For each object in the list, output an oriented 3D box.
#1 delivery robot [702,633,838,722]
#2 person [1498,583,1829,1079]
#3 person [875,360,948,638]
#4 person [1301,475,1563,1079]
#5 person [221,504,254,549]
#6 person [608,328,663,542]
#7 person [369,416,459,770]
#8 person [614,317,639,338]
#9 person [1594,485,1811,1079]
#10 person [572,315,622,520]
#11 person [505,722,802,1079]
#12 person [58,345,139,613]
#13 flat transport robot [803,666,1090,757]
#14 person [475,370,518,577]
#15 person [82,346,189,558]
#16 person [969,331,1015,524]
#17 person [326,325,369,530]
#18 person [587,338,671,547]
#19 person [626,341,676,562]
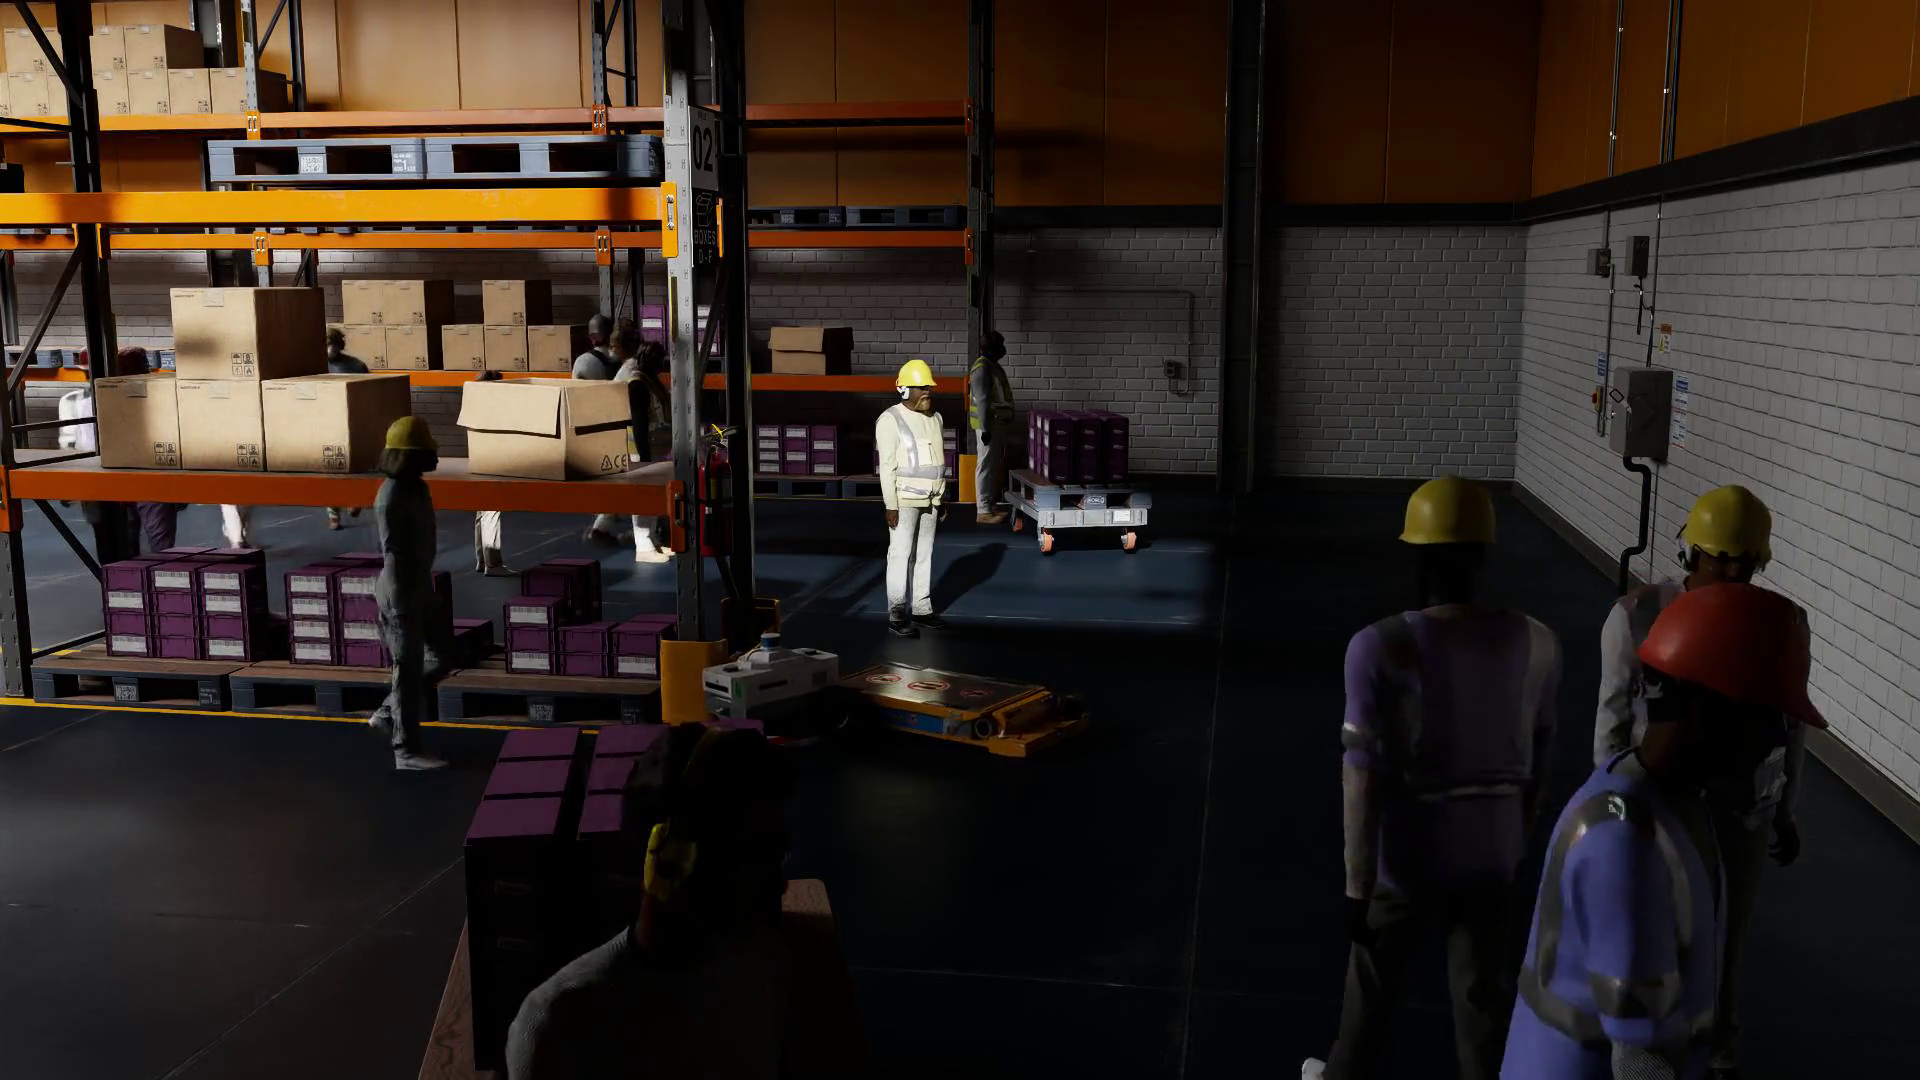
[{"bbox_3d":[-0.966,0.721,8.516,0.477,0.478,0.707,9,13,44],"label":"delivery robot"},{"bbox_3d":[1.184,1.013,2.824,0.738,1.894,0.582,6,11,34],"label":"person"},{"bbox_3d":[-0.294,-0.281,11.071,0.404,1.833,0.589,7,12,37],"label":"person"},{"bbox_3d":[1.211,0.772,4.346,0.598,1.892,0.886,-1,9,-8],"label":"person"},{"bbox_3d":[-6.290,-0.852,14.314,0.626,1.923,1.008,-4,10,-23],"label":"person"},{"bbox_3d":[-2.924,-0.914,14.718,0.447,1.919,0.661,-1,9,-4],"label":"person"},{"bbox_3d":[-2.635,0.264,7.980,0.387,1.728,0.511,0,9,3],"label":"person"},{"bbox_3d":[-3.489,-1.353,17.397,0.372,1.940,0.629,1,9,8],"label":"person"},{"bbox_3d":[2.108,0.745,4.737,0.586,1.824,0.403,0,9,2],"label":"person"},{"bbox_3d":[-3.471,-1.213,16.211,0.698,2.000,0.843,-6,11,-34],"label":"person"},{"bbox_3d":[-0.431,1.141,2.309,0.901,1.825,0.534,9,13,43],"label":"person"},{"bbox_3d":[-6.030,-0.428,11.708,0.560,1.922,0.455,-2,9,-14],"label":"person"},{"bbox_3d":[-0.095,0.870,8.758,1.431,0.197,0.652,6,11,33],"label":"flat transport robot"},{"bbox_3d":[-3.727,-0.528,13.211,0.308,1.636,0.523,-5,10,-28],"label":"person"},{"bbox_3d":[-5.615,-0.373,11.419,0.651,1.906,0.403,0,9,-1],"label":"person"},{"bbox_3d":[0.312,-1.087,16.044,0.429,1.843,0.634,2,9,12],"label":"person"},{"bbox_3d":[-5.868,-1.062,15.640,0.651,1.920,0.538,-3,10,-16],"label":"person"},{"bbox_3d":[-2.882,-0.864,14.691,0.991,1.841,0.593,-6,11,-34],"label":"person"},{"bbox_3d":[-2.582,-0.741,13.917,0.430,1.840,0.620,0,9,3],"label":"person"}]
